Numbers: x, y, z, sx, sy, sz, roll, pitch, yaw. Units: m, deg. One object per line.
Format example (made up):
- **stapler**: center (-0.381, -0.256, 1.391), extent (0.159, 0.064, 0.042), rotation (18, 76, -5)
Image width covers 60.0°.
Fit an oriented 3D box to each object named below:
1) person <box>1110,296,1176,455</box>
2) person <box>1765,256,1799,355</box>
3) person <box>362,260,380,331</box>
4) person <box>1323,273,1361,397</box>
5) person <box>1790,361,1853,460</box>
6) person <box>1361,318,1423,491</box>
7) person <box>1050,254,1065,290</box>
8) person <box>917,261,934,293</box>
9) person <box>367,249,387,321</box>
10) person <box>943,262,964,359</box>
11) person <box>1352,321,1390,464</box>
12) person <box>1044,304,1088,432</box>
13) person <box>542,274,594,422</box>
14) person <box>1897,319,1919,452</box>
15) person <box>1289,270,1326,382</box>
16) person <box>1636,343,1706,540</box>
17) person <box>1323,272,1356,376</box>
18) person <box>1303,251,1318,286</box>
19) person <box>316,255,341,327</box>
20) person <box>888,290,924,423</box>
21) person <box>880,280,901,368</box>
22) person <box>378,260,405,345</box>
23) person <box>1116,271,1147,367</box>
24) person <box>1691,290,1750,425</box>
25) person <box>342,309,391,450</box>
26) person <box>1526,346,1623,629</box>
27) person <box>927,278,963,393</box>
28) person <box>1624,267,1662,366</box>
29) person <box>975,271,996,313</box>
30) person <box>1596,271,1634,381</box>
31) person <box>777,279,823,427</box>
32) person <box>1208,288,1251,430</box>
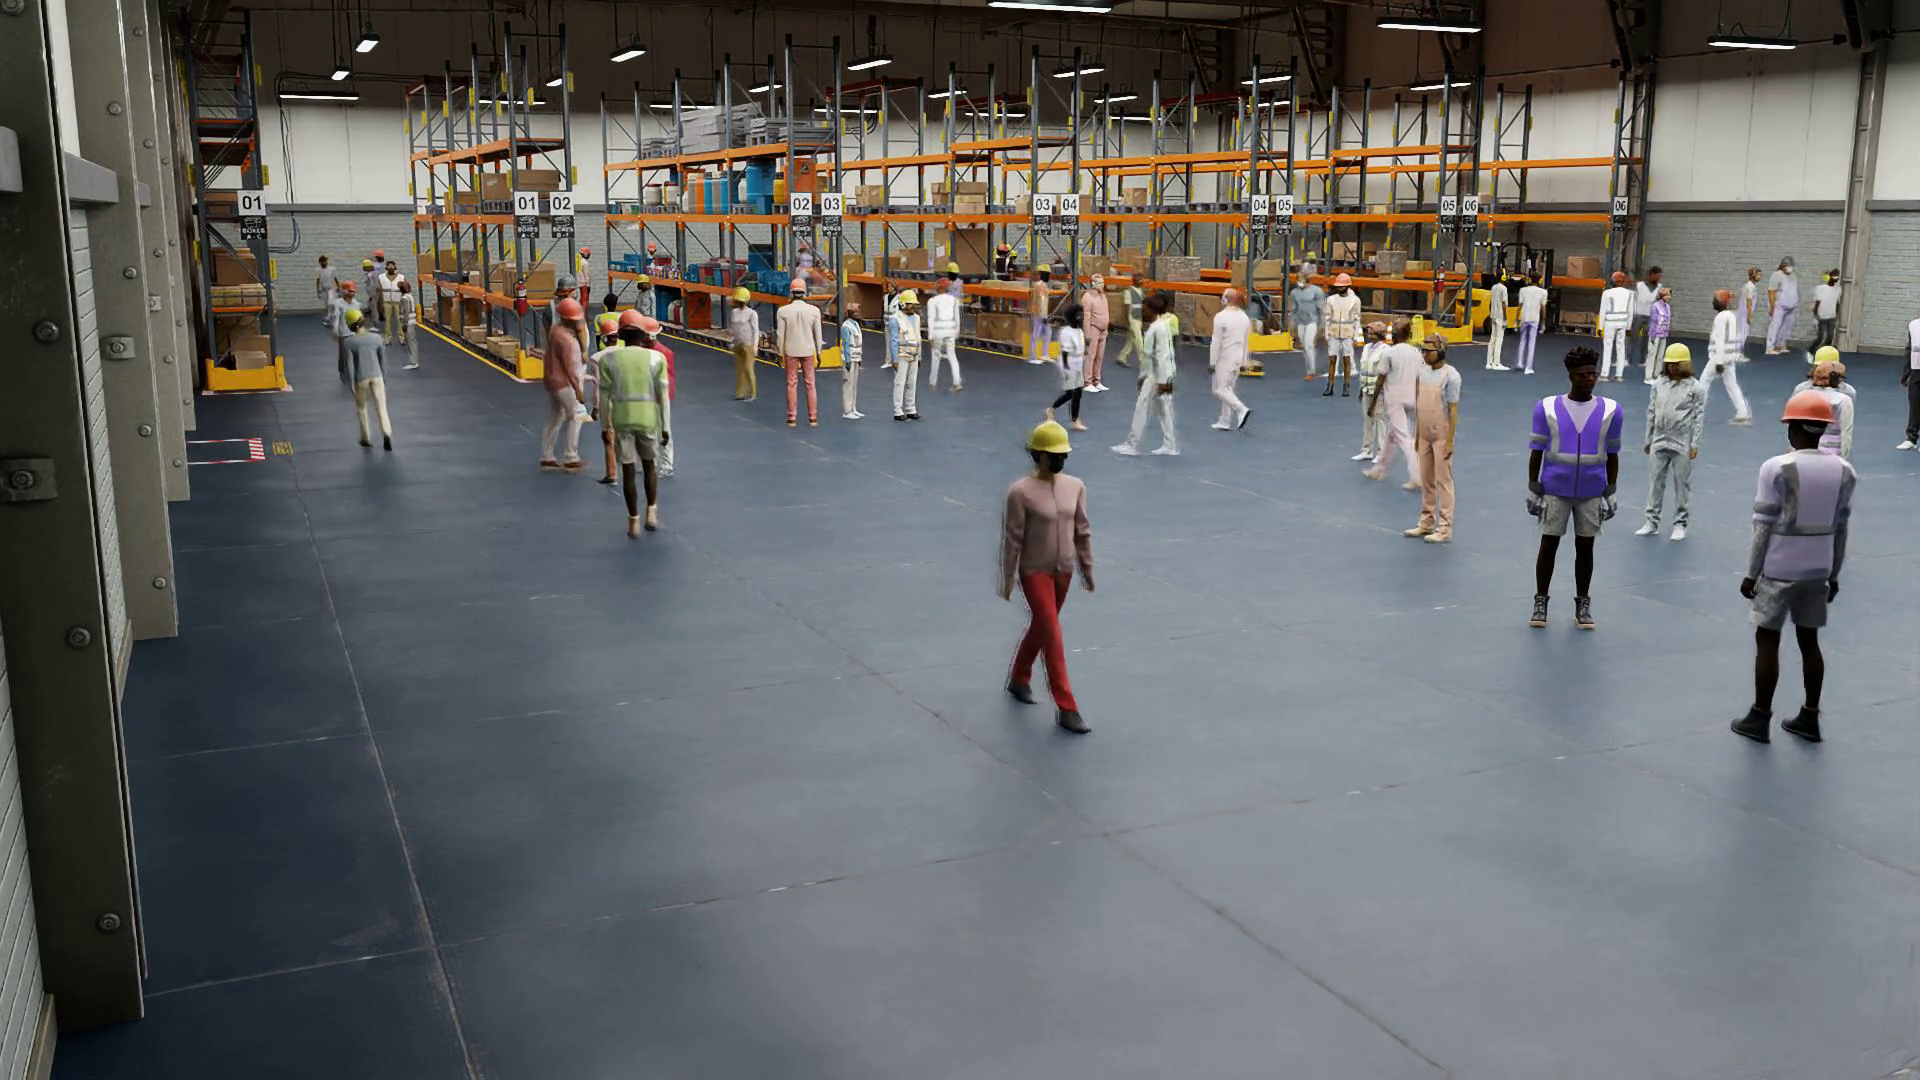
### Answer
- **person**: center (2.177, -1.936, 19.752), extent (0.903, 1.879, 0.628), rotation (0, 11, 0)
- **person**: center (16.749, -4.782, 33.833), extent (0.705, 2.000, 0.541), rotation (-5, 12, -26)
- **person**: center (-14.408, -5.973, 40.648), extent (0.323, 1.741, 0.490), rotation (-4, 12, -17)
- **person**: center (6.002, -3.218, 26.161), extent (0.546, 1.934, 0.376), rotation (5, 12, 24)
- **person**: center (7.282, -0.697, 14.102), extent (0.315, 1.636, 0.515), rotation (-7, 13, -32)
- **person**: center (4.624, -1.431, 17.475), extent (0.509, 1.791, 1.015), rotation (-7, 13, -31)
- **person**: center (2.784, -7.267, 47.326), extent (0.583, 1.709, 0.906), rotation (-7, 13, -32)
- **person**: center (-1.076, -7.198, 46.698), extent (0.662, 1.804, 0.885), rotation (-3, 11, -14)
- **person**: center (-15.461, -6.756, 44.208), extent (0.524, 1.919, 0.567), rotation (-4, 12, -21)
- **person**: center (-0.157, -4.523, 32.840), extent (0.637, 1.907, 0.473), rotation (-8, 14, -36)
- **person**: center (4.799, -1.702, 19.229), extent (0.316, 1.632, 0.544), rotation (-5, 12, -23)
- **person**: center (1.436, -2.271, 21.963), extent (0.507, 1.684, 0.551), rotation (7, 13, 31)
- **person**: center (-5.374, -2.649, 22.994), extent (0.689, 2.000, 0.539), rotation (7, 13, 30)
- **person**: center (11.720, -2.021, 20.141), extent (0.397, 1.911, 0.587), rotation (-6, 12, -26)
- **person**: center (5.893, -3.648, 28.426), extent (0.669, 1.902, 0.653), rotation (-10, 15, -41)
- **person**: center (6.293, -0.870, 14.713), extent (0.325, 1.740, 0.492), rotation (-10, 15, -42)
- **person**: center (6.725, -3.799, 29.343), extent (0.578, 1.840, 0.603), rotation (-1, 11, -6)
- **person**: center (9.673, -7.048, 45.906), extent (0.418, 1.820, 0.620), rotation (10, 15, 40)
- **person**: center (-16.126, -6.349, 42.431), extent (0.537, 1.819, 0.982), rotation (-1, 11, -3)
- **person**: center (-0.732, -2.535, 22.971), extent (0.403, 1.824, 0.593), rotation (9, 14, 37)
- **person**: center (-1.244, -3.993, 30.846), extent (0.510, 1.640, 0.308), rotation (8, 14, 34)
- **person**: center (-12.393, -5.179, 36.338), extent (0.569, 1.849, 0.385), rotation (-3, 12, -17)
- **person**: center (3.247, -4.074, 30.835), extent (0.863, 1.811, 0.578), rotation (8, 14, 36)
- **person**: center (10.352, -2.481, 22.681), extent (0.975, 1.839, 0.583), rotation (11, 15, 44)
- **person**: center (-7.228, -1.962, 20.320), extent (0.543, 1.720, 0.810), rotation (-8, 13, -34)
- **person**: center (4.251, -0.359, 11.540), extent (0.613, 1.965, 0.361), rotation (3, 11, 13)
- **person**: center (-0.254, -3.294, 26.819), extent (0.627, 1.836, 1.007), rotation (-5, 12, -22)
- **person**: center (12.767, -4.181, 31.222), extent (0.765, 1.883, 0.403), rotation (-2, 11, -11)
- **person**: center (0.645, -5.813, 39.602), extent (0.518, 1.839, 0.815), rotation (-6, 13, -27)
- **person**: center (11.253, -3.660, 28.553), extent (0.576, 1.882, 0.346), rotation (-1, 11, -8)
- **person**: center (-2.176, -2.533, 22.520), extent (0.622, 1.992, 0.394), rotation (-3, 11, -14)
- **person**: center (3.579, -2.359, 21.898), extent (0.649, 1.892, 0.673), rotation (-10, 15, -42)
